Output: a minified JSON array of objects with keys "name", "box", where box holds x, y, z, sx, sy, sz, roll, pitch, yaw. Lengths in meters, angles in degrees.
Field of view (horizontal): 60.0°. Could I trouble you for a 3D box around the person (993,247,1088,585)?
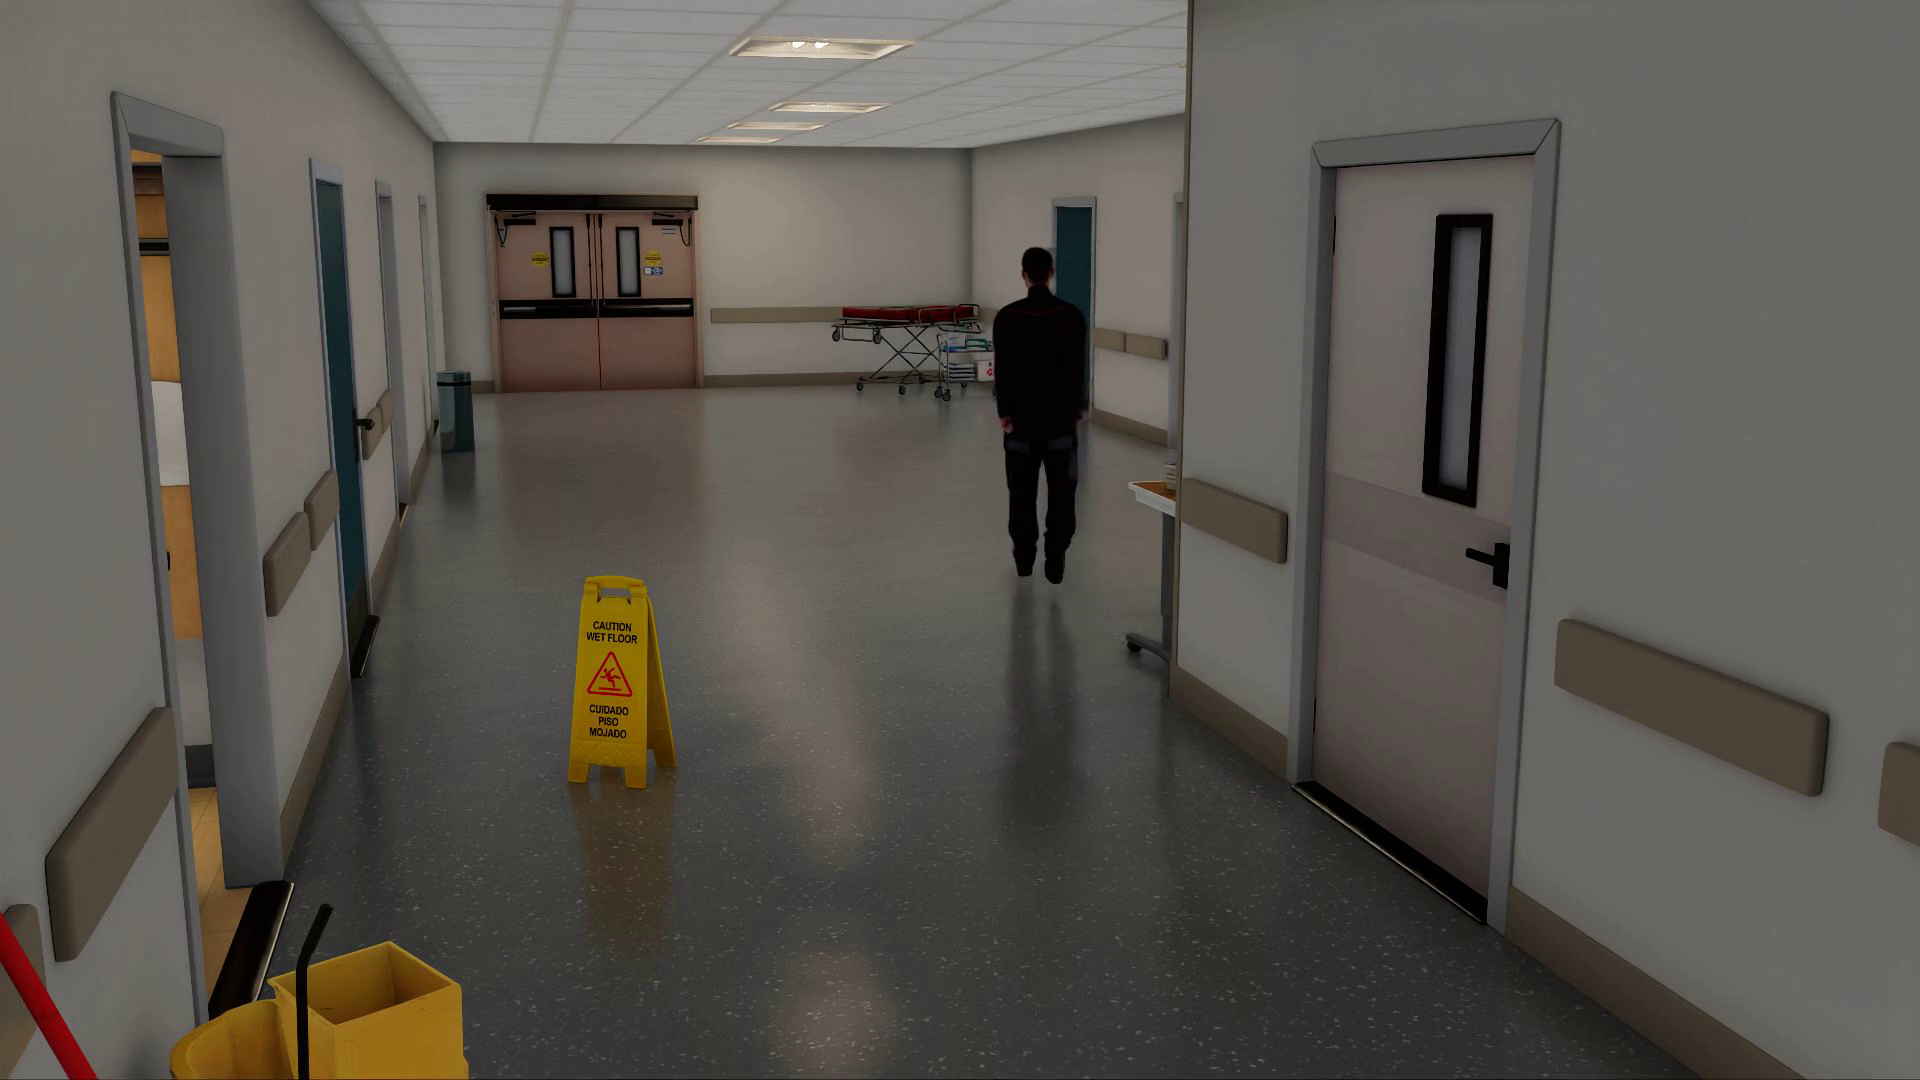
[{"name":"person","box":[0.470,-0.678,9.368,0.924,1.892,1.197,1,11,3]}]
